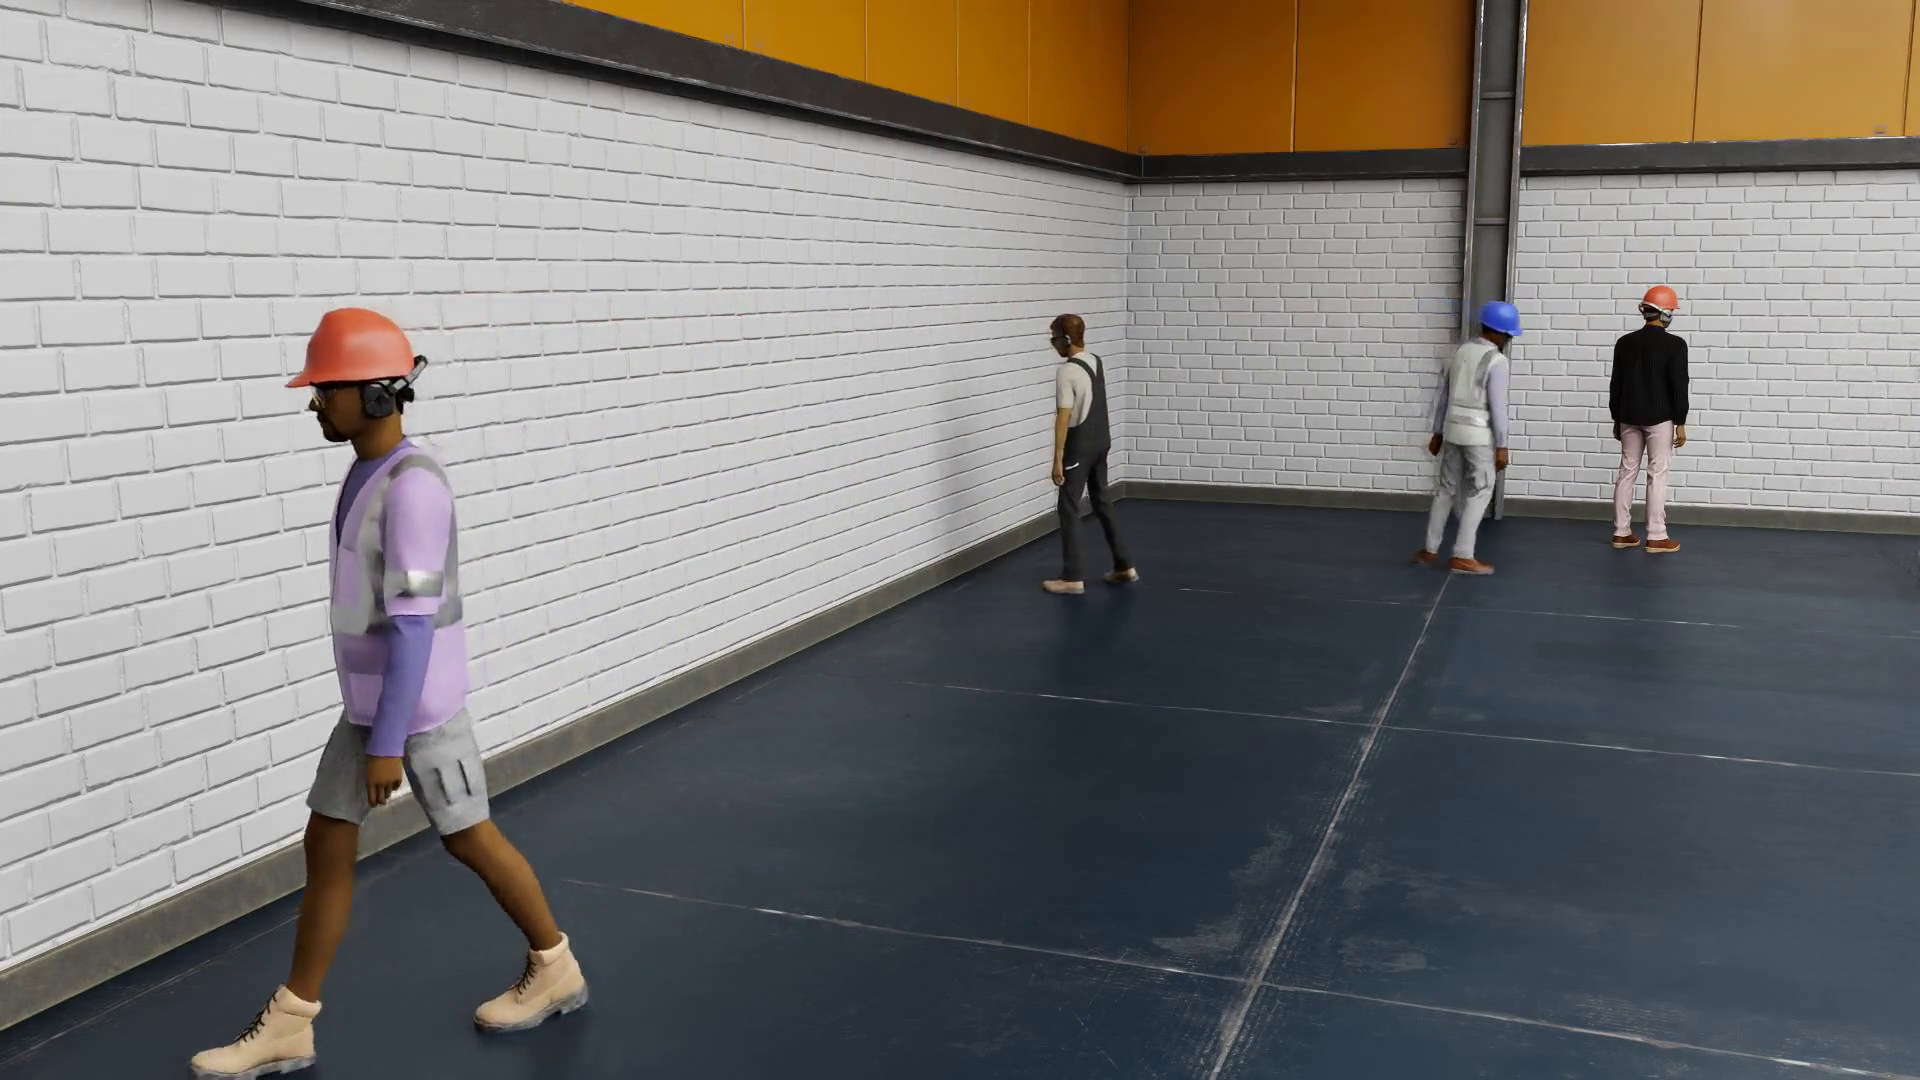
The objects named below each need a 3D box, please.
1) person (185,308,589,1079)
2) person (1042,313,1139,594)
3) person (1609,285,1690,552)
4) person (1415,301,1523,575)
[{"bbox_3d":[-1.464,0.398,4.332,1.042,1.992,0.627,-6,11,-34],"label":"person"},{"bbox_3d":[0.853,-0.557,10.843,0.522,1.821,0.702,7,11,37],"label":"person"},{"bbox_3d":[5.188,-0.907,12.499,0.395,1.992,0.622,-6,11,-33],"label":"person"},{"bbox_3d":[3.527,-0.709,11.575,0.472,1.896,0.764,-3,10,-20],"label":"person"}]
